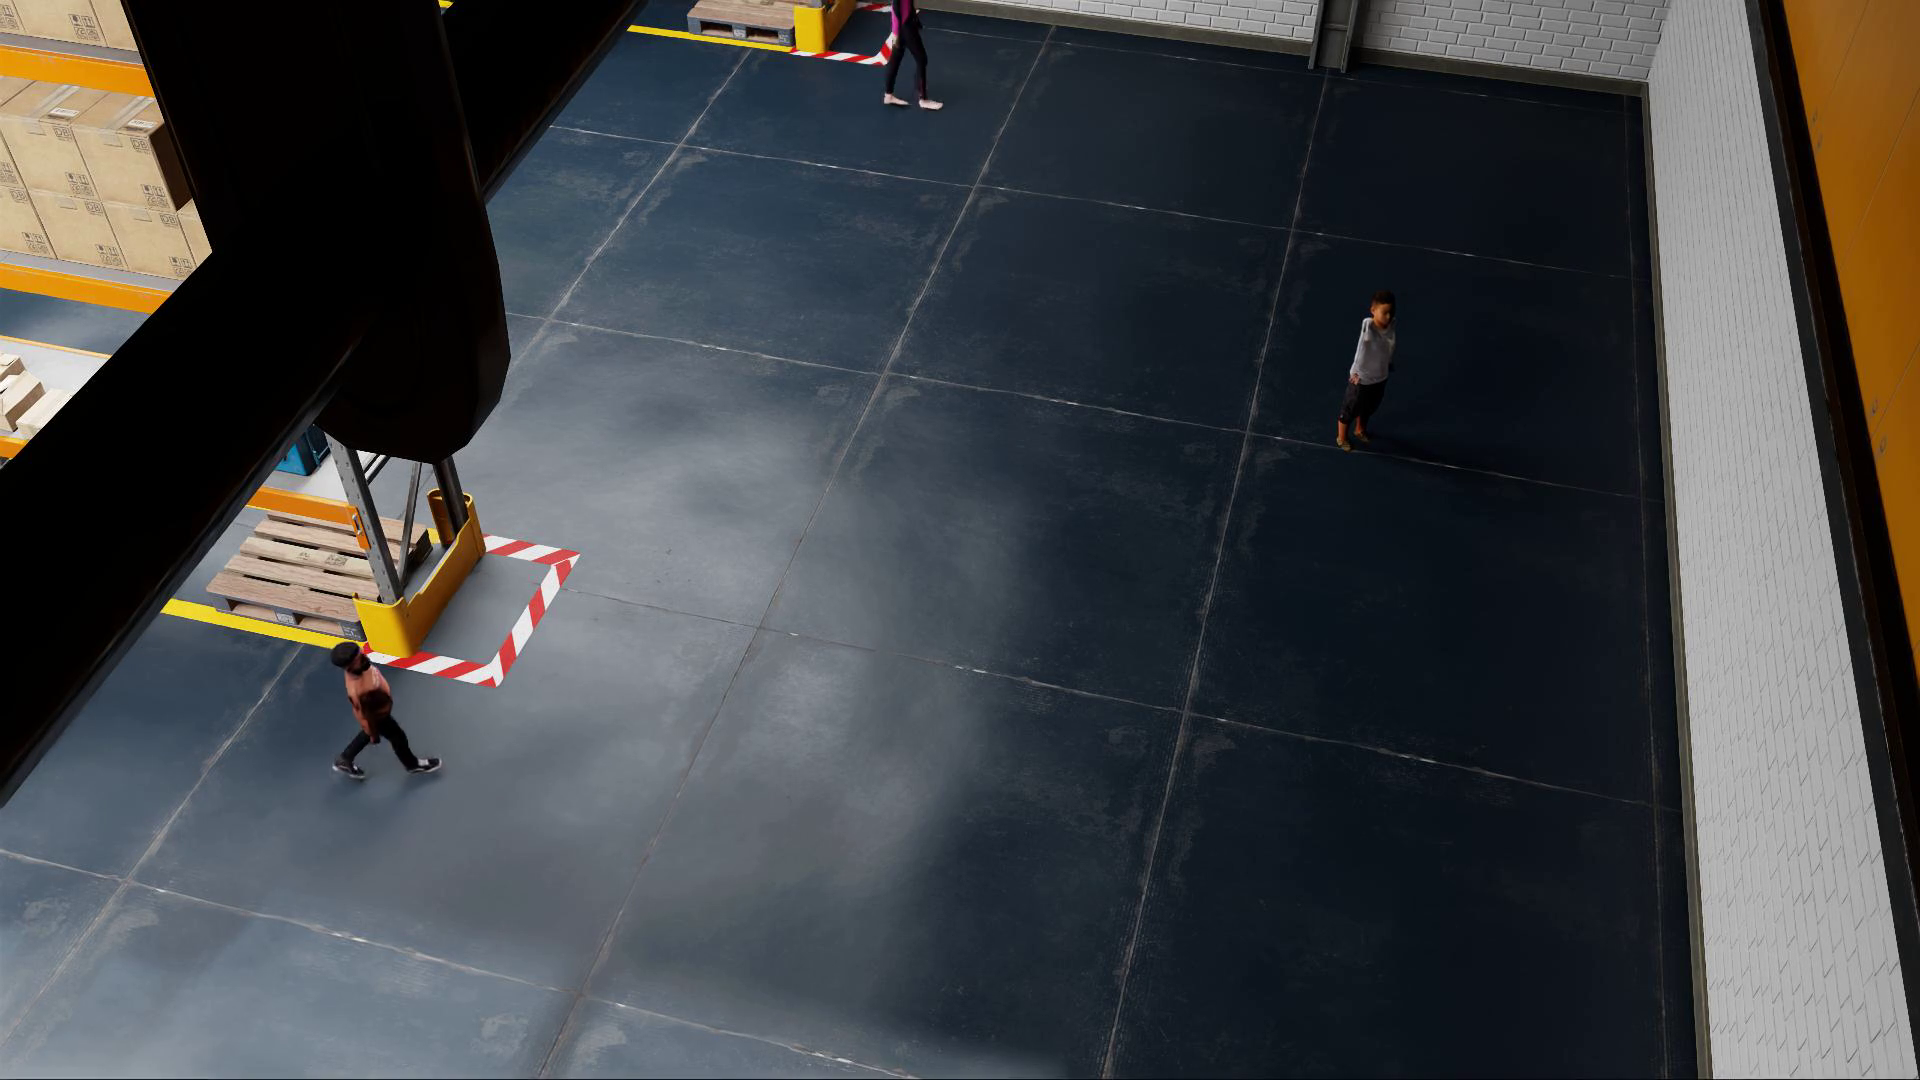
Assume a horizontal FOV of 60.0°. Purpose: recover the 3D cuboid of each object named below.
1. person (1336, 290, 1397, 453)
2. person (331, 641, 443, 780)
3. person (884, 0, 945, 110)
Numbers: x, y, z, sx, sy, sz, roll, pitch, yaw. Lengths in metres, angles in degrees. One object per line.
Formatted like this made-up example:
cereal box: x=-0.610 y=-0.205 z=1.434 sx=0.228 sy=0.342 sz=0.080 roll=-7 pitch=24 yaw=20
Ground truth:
person: x=3.109 y=-1.325 z=12.609 sx=0.634 sy=1.456 sz=0.699 roll=-21 pitch=47 yaw=-20
person: x=-3.677 y=1.066 z=10.258 sx=0.940 sy=1.238 sz=0.809 roll=-14 pitch=45 yaw=-14
person: x=-0.644 y=-5.044 z=16.316 sx=0.900 sy=1.730 sz=0.708 roll=-1 pitch=44 yaw=-1
